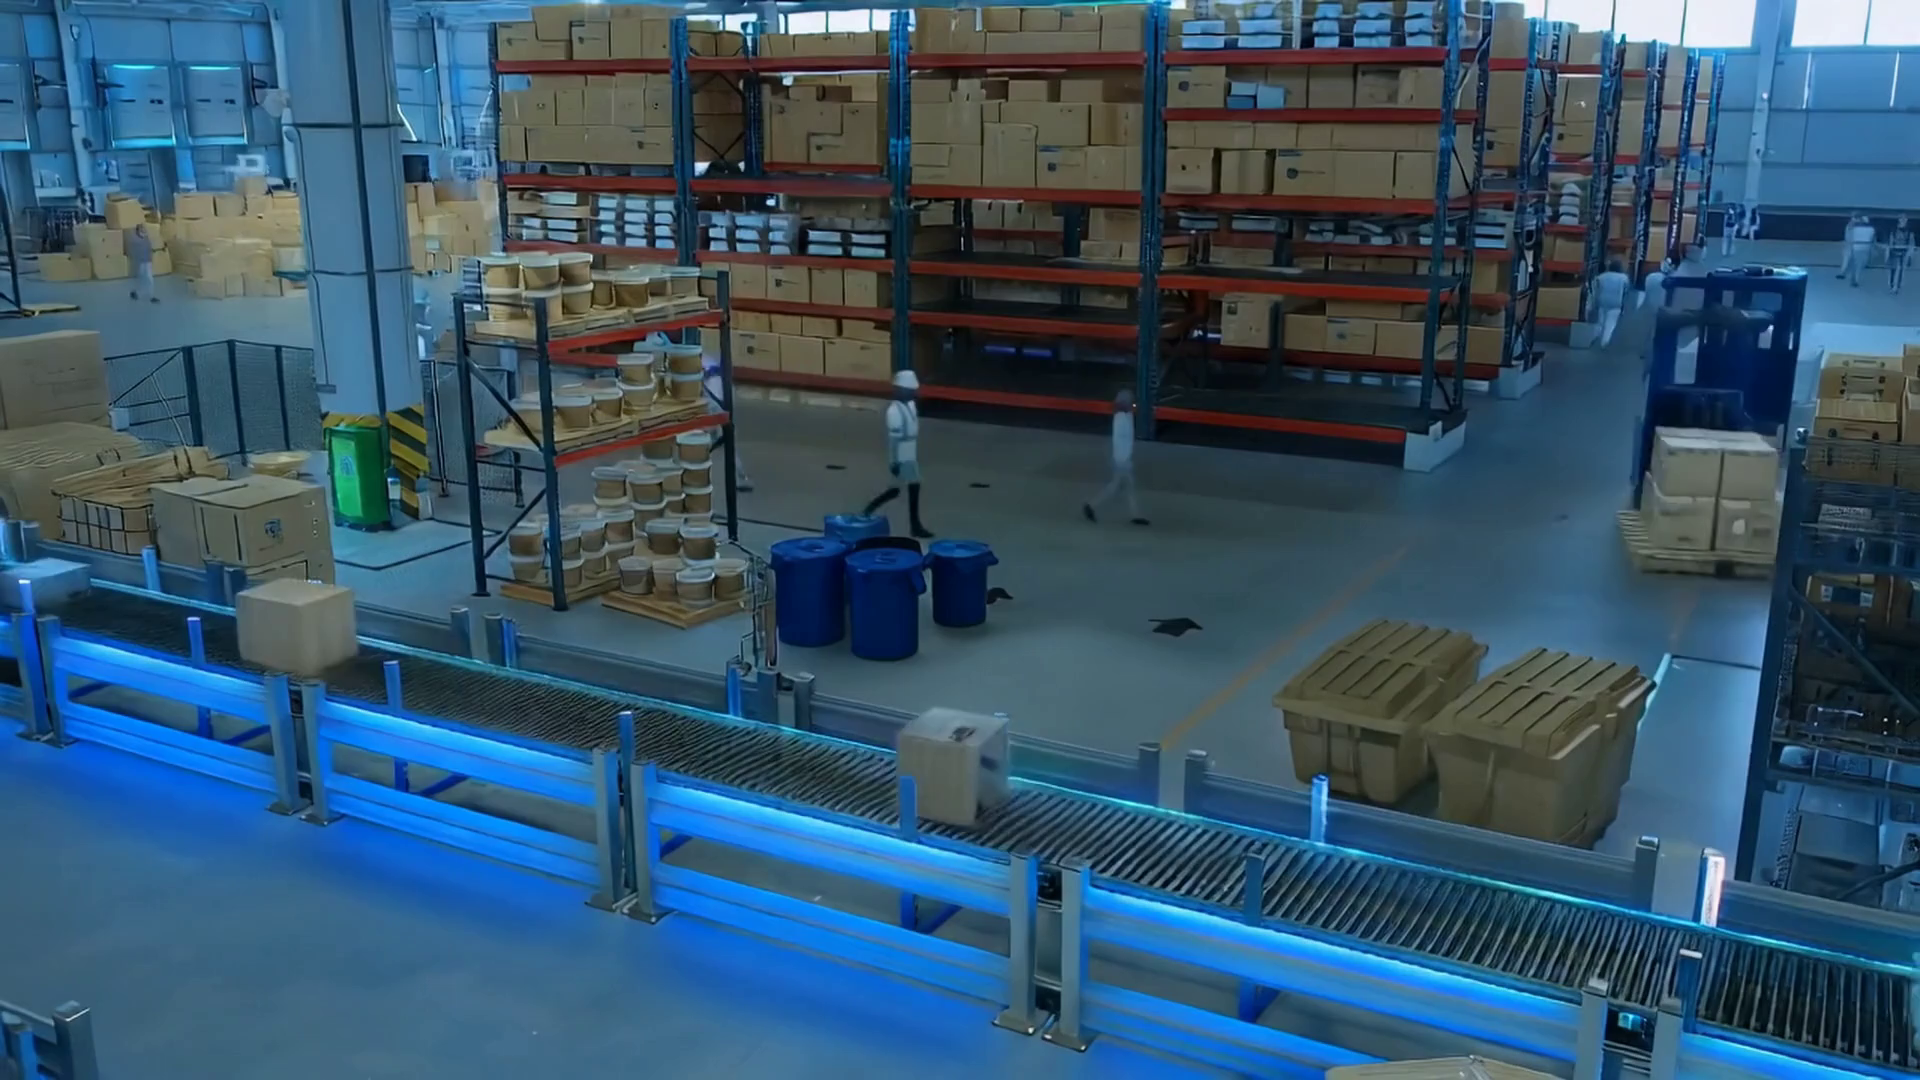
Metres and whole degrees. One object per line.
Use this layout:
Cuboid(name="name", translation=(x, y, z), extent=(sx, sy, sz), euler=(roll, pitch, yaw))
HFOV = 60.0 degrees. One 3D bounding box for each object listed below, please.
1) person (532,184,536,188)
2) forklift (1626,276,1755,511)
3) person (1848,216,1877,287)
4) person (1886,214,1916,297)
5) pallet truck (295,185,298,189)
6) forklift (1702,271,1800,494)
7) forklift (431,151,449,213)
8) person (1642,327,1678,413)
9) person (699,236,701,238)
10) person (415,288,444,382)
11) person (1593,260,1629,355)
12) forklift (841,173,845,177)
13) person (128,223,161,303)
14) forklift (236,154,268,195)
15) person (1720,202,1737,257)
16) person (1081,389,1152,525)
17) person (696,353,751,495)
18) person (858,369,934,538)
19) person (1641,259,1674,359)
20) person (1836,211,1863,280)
Cuboid(name="person", translation=(-16.894, -13.461, 66.005), extent=(0.537, 1.686, 0.334), euler=(4, 15, 13))
Cuboid(name="forklift", translation=(8.498, -1.633, 19.238), extent=(1.129, 2.768, 1.873), euler=(4, 15, 15))
Cuboid(name="person", translation=(23.541, -7.538, 43.445), extent=(0.606, 1.825, 0.454), euler=(8, 17, 26))
Cuboid(name="person", translation=(23.345, -7.072, 41.334), extent=(0.616, 2.030, 0.518), euler=(9, 17, 30))
Cuboid(name="pallet truck", translation=(-26.804, -14.617, 69.738), extent=(1.885, 1.965, 0.823), euler=(-14, 20, -42))
Cuboid(name="forklift", translation=(9.269, -1.763, 19.726), extent=(1.129, 2.768, 1.873), euler=(8, 17, 27))
Cuboid(name="forklift", translation=(-20.054, -13.651, 64.417), extent=(1.873, 2.768, 1.129), euler=(0, 15, 0))
Cuboid(name="person", translation=(10.476, -2.474, 24.870), extent=(0.512, 1.601, 0.836), euler=(13, 20, 40))
Cuboid(name="person", translation=(-6.298, -6.808, 41.126), extent=(0.512, 1.614, 0.641), euler=(-5, 16, -18))
Cuboid(name="person", translation=(-9.231, -3.533, 28.749), extent=(0.521, 1.643, 0.306), euler=(5, 16, 20))
Cuboid(name="person", translation=(12.519, -4.482, 32.035), extent=(0.624, 1.796, 0.961), euler=(10, 18, 32))
Cuboid(name="forklift", translation=(-4.279, -11.382, 55.887), extent=(1.129, 2.768, 1.873), euler=(8, 17, 27))
Cuboid(name="person", translation=(-19.689, -6.667, 40.004), extent=(0.743, 1.924, 0.639), euler=(6, 16, 22))
Cuboid(name="forklift", translation=(-25.676, -12.614, 60.518), extent=(1.873, 2.768, 1.129), euler=(8, 17, 28))
Cuboid(name="person", translation=(23.893, -9.648, 51.631), extent=(0.316, 1.698, 0.541), euler=(-1, 15, -2))
Cuboid(name="person", translation=(1.810, -0.954, 19.130), extent=(0.763, 1.603, 0.499), euler=(6, 16, 23))
Cuboid(name="person", translation=(-3.015, -1.424, 20.550), extent=(0.908, 1.795, 0.593), euler=(5, 16, 17))
Cuboid(name="person", translation=(-0.721, -0.972, 18.612), extent=(0.808, 1.920, 0.556), euler=(6, 16, 22))
Cuboid(name="person", translation=(13.102, -4.298, 31.147), extent=(0.399, 1.900, 0.643), euler=(-6, 16, -23))
Cuboid(name="person", translation=(24.199, -7.965, 45.065), extent=(0.654, 1.828, 1.030), euler=(-1, 15, -5))
